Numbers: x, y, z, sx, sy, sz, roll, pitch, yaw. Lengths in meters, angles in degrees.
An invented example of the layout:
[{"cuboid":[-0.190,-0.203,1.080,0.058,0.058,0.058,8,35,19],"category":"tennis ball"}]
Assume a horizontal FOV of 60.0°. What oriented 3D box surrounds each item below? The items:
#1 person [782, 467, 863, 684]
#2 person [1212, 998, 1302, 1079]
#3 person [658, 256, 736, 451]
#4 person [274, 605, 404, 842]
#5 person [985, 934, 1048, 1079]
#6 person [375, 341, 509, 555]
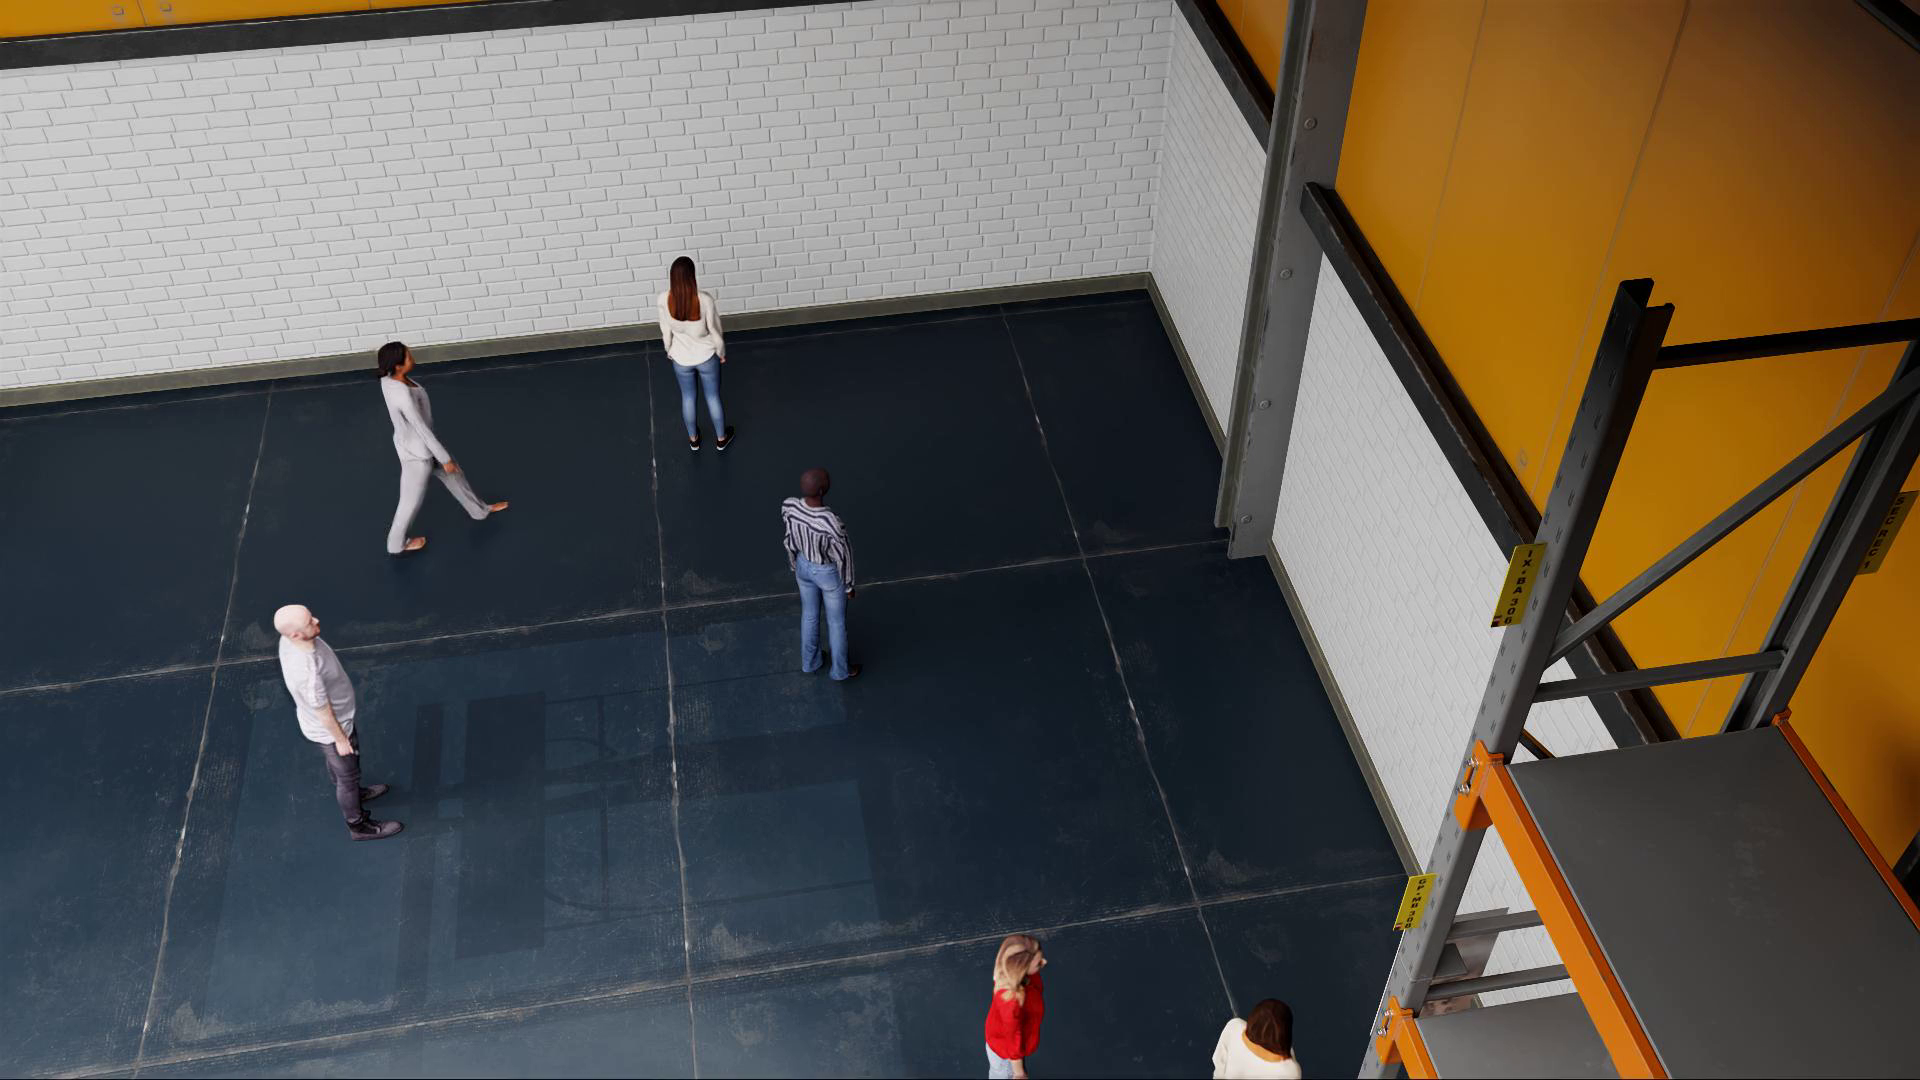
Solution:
[{"cuboid":[-0.879,0.236,10.563,0.692,1.796,0.731,22,48,21],"category":"person"},{"cuboid":[1.398,2.719,8.040,0.669,1.681,0.757,32,52,29],"category":"person"},{"cuboid":[-1.958,-1.371,12.326,0.672,1.691,0.637,4,44,4],"category":"person"},{"cuboid":[-3.682,1.039,9.695,0.786,1.830,0.611,-19,47,-19],"category":"person"},{"cuboid":[0.253,2.477,8.277,0.720,1.704,0.526,2,44,2],"category":"person"},{"cuboid":[-3.831,-0.595,11.512,0.954,1.691,1.166,-21,48,-21],"category":"person"}]
